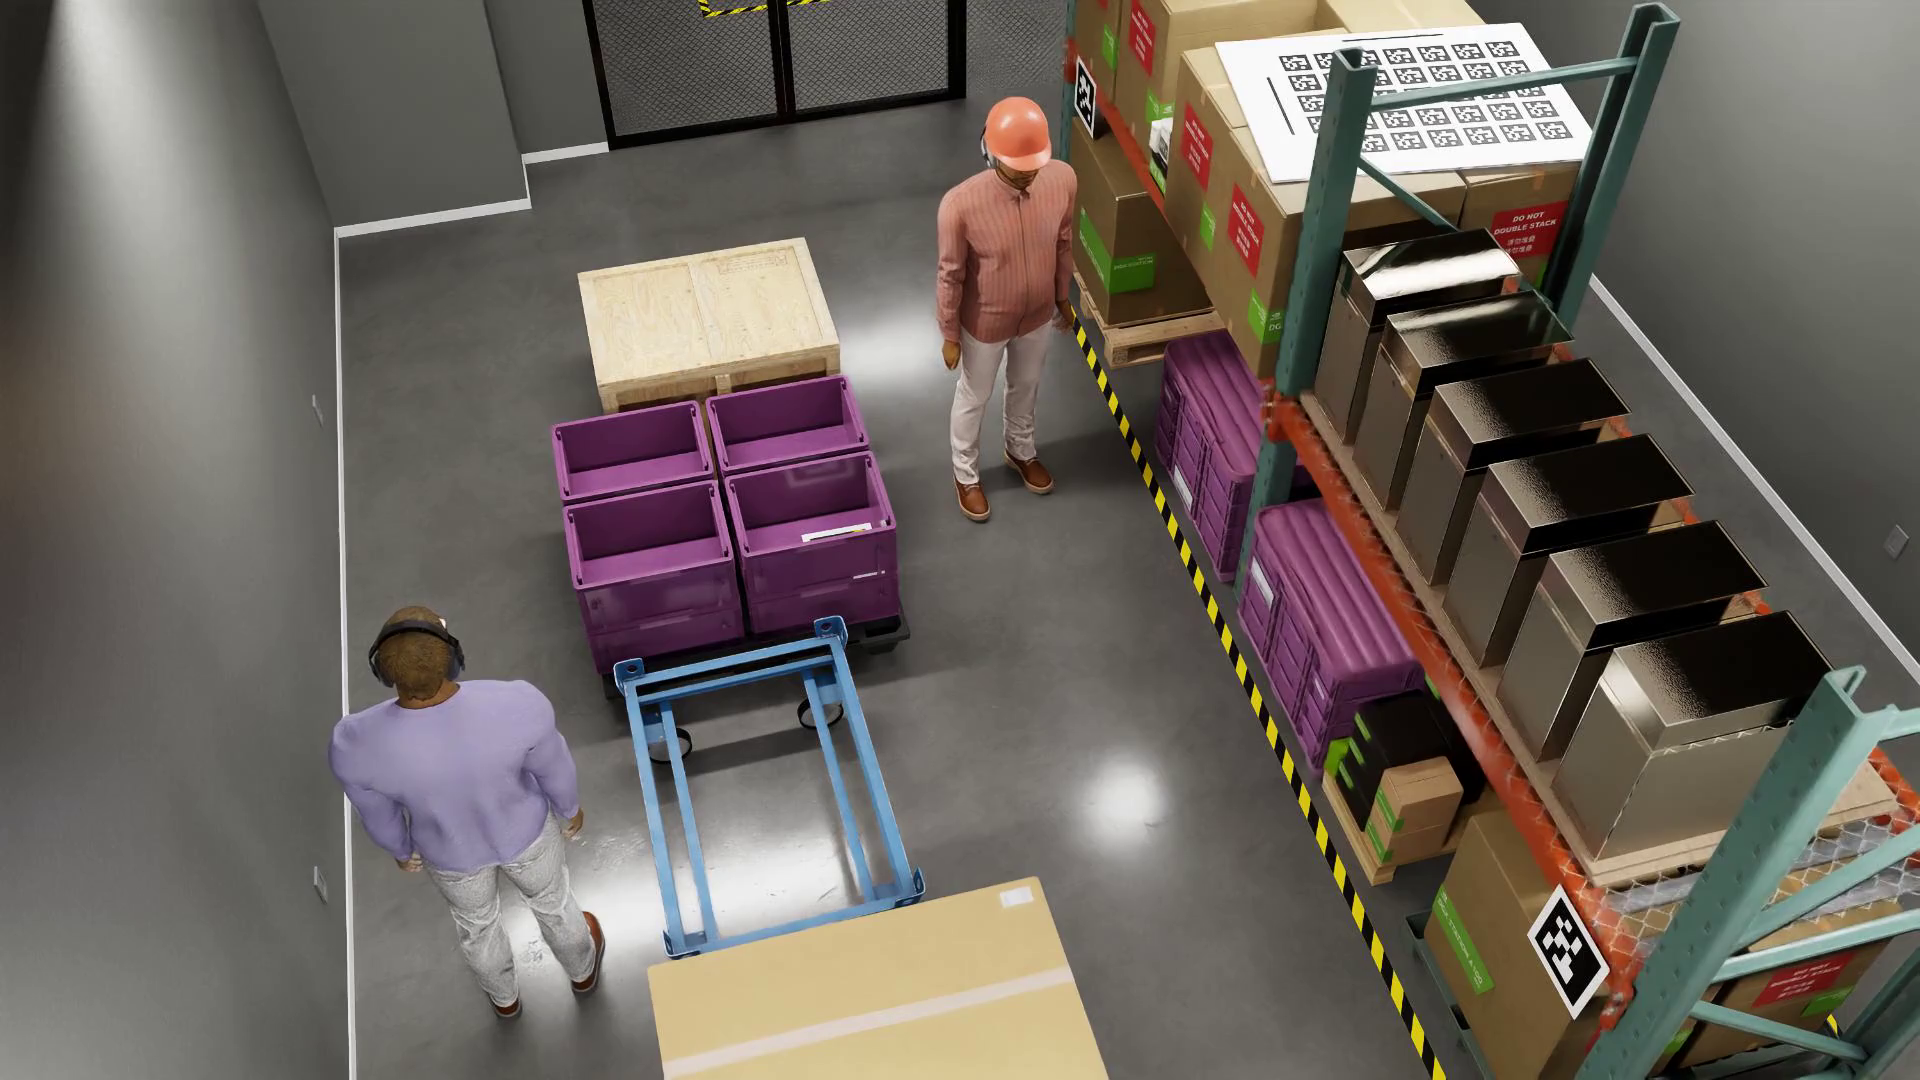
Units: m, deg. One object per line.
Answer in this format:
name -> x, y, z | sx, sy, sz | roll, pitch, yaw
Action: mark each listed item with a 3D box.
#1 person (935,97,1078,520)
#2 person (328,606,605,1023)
person -> 0.200, -0.909, 6.683 | 0.623, 1.992, 0.397 | -22, 51, -19
person -> -1.459, 0.874, 5.084 | 0.632, 1.940, 0.372 | -13, 49, -12
